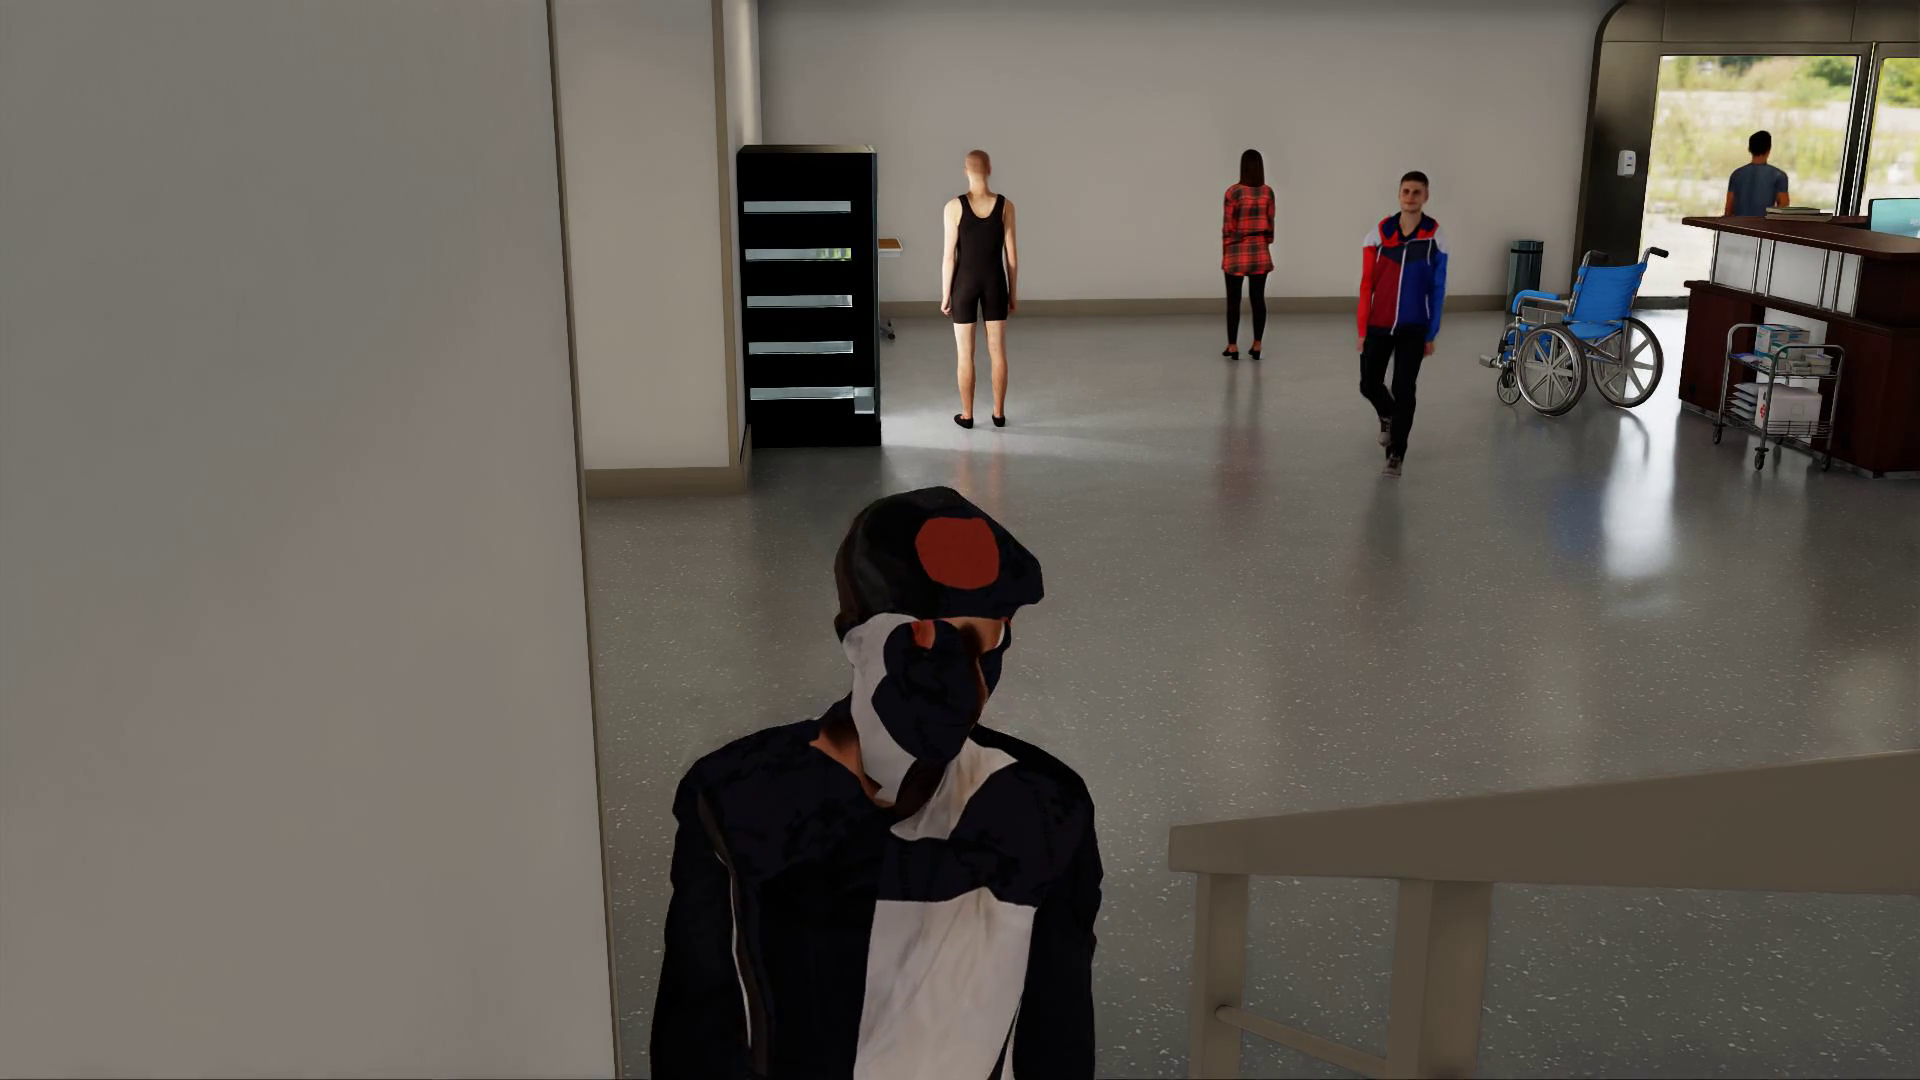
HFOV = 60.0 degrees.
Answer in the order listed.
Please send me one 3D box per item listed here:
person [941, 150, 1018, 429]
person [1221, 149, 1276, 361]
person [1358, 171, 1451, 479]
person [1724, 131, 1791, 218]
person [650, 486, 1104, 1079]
[{"bbox_3d":[0.128,-1.655,11.019,0.679,1.815,0.528,-3,16,-11],"label":"person"},{"bbox_3d":[2.354,-2.339,13.655,0.648,1.702,0.594,-4,16,-14],"label":"person"},{"bbox_3d":[2.584,-1.269,9.783,0.923,1.742,1.086,7,17,22],"label":"person"},{"bbox_3d":[6.932,-2.650,14.653,1.118,1.758,1.211,-11,19,-33],"label":"person"},{"bbox_3d":[-0.118,0.826,2.118,0.789,1.869,1.009,1,16,3],"label":"person"}]
